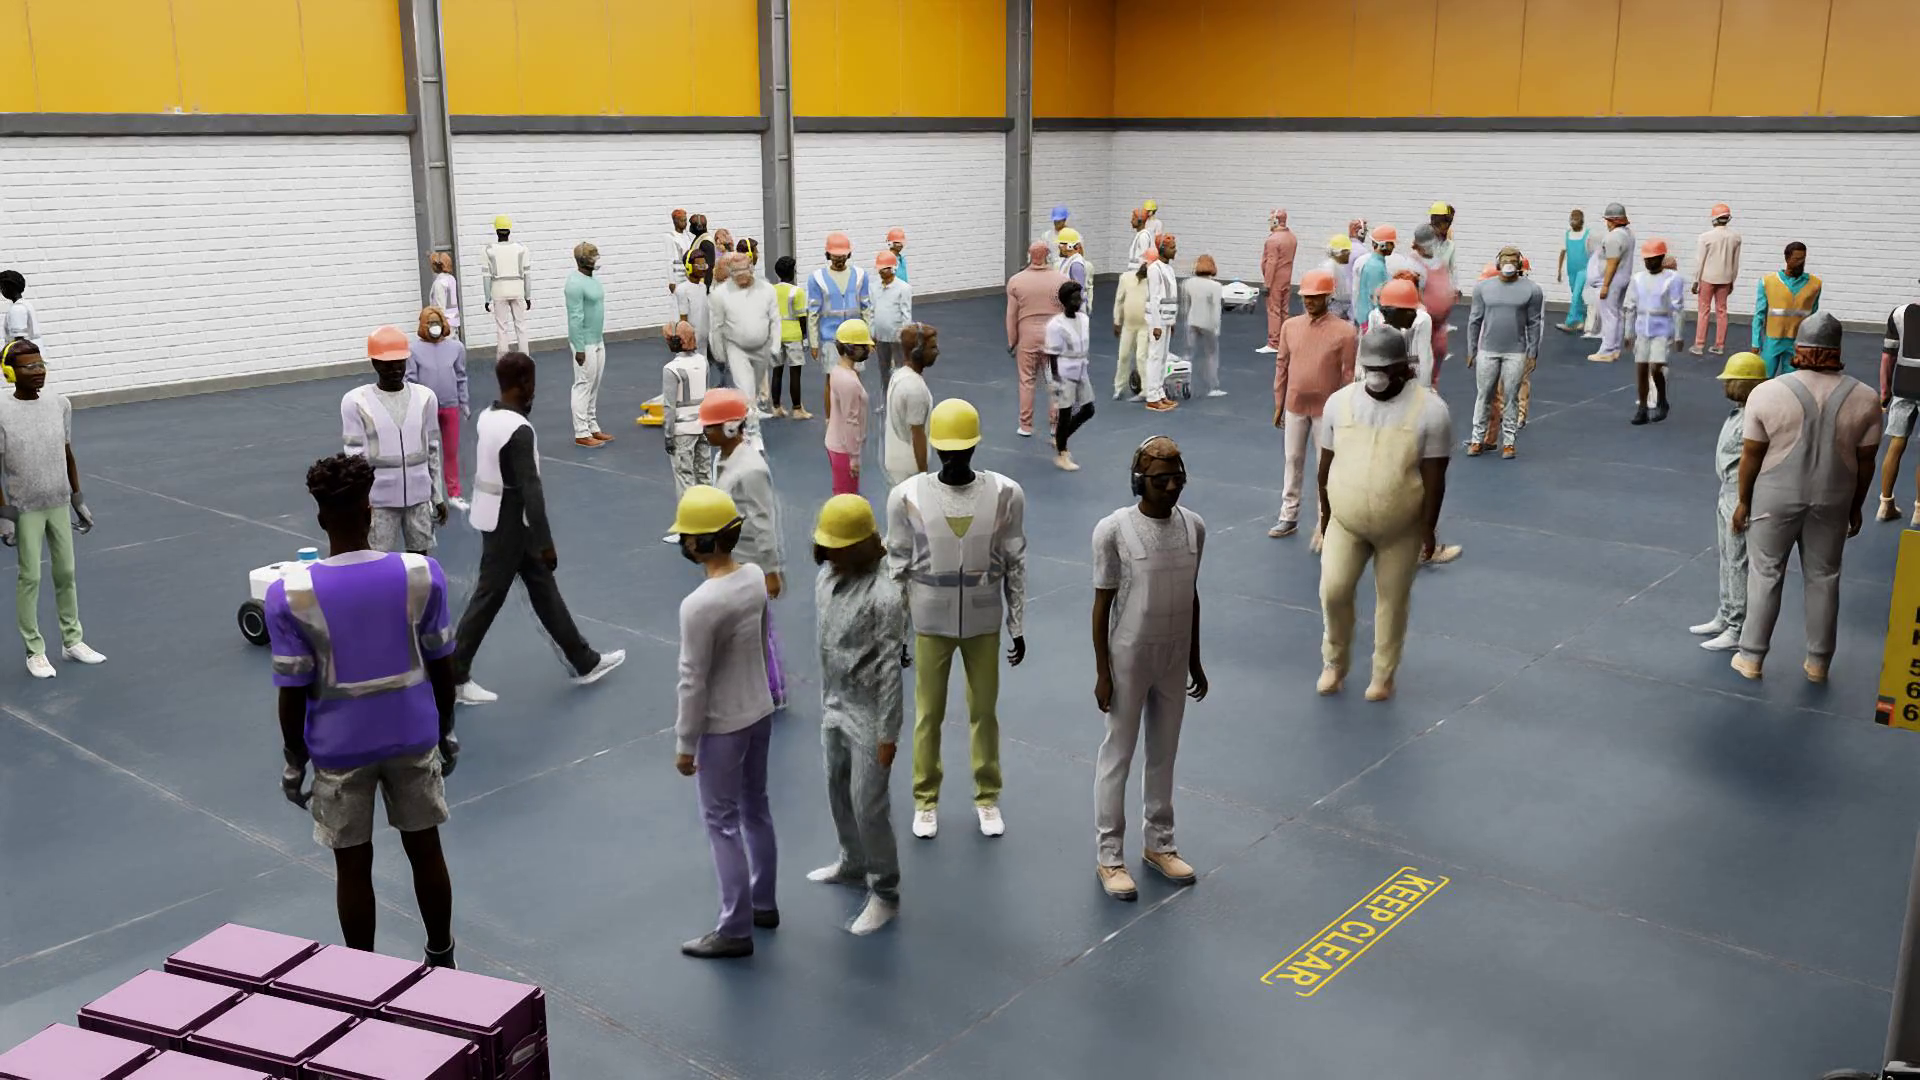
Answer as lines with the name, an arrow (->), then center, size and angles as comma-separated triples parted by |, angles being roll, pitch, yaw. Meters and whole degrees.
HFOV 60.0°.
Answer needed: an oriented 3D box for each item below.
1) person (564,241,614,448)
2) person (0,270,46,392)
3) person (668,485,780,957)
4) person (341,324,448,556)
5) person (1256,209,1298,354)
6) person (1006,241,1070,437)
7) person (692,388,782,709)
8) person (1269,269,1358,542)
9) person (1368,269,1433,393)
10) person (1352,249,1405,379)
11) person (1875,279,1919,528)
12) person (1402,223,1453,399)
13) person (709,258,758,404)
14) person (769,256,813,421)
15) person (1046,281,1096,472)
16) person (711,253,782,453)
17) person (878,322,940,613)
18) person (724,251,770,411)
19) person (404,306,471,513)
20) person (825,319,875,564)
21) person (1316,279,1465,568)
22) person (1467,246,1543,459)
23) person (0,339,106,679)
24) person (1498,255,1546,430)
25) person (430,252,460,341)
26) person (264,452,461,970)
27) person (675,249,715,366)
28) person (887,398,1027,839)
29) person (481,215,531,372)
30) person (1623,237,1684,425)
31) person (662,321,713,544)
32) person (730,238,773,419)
person -> -3.526, -1.849, 15.768 | 0.352, 1.938, 0.635 | 2, 14, 7
person -> -8.797, -1.695, 15.670 | 0.319, 1.686, 0.539 | -5, 15, -20
person -> -0.876, 0.662, 6.113 | 0.346, 1.759, 0.525 | 6, 15, 23
person -> -3.154, -0.244, 9.354 | 0.542, 1.939, 0.368 | -11, 18, -36
person -> 4.224, -3.454, 22.253 | 0.407, 1.906, 0.641 | 10, 17, 36
person -> 0.772, -1.958, 16.271 | 0.643, 1.910, 0.400 | 0, 14, 2
person -> -1.166, 0.089, 8.436 | 0.575, 1.728, 0.598 | -6, 15, -24
person -> 2.580, -0.980, 12.184 | 0.613, 1.994, 0.381 | 9, 17, 32
person -> 3.542, -1.235, 13.433 | 0.342, 1.878, 0.586 | -13, 19, -43
person -> 4.676, -2.508, 18.476 | 0.640, 1.905, 0.409 | 7, 16, 27
person -> 7.330, -1.120, 12.645 | 0.383, 2.041, 0.616 | -10, 17, -34
person -> 5.047, -2.459, 17.998 | 0.774, 2.000, 0.549 | -12, 18, -39
person -> -2.509, -2.274, 18.183 | 0.854, 1.584, 0.526 | 11, 18, 38
person -> -1.783, -2.078, 17.172 | 0.533, 1.699, 0.319 | 8, 16, 31
person -> 0.968, -1.438, 14.641 | 0.375, 1.680, 0.545 | 13, 19, 42
person -> -2.017, -1.791, 15.741 | 0.626, 1.852, 1.014 | -6, 15, -22
person -> -0.317, -0.430, 10.324 | 0.444, 1.835, 0.522 | -2, 14, -9
person -> -2.272, -2.254, 17.760 | 0.530, 1.759, 0.339 | 3, 14, 10
person -> -4.109, -1.029, 13.109 | 0.501, 1.633, 0.284 | -10, 17, -34
person -> -0.730, -0.603, 11.163 | 0.344, 1.756, 0.518 | -3, 14, -12
person -> 2.986, -0.801, 11.494 | 1.033, 1.986, 0.614 | 4, 15, 17
person -> 4.962, -1.714, 15.227 | 0.636, 1.939, 0.355 | 6, 15, 22
person -> -5.089, -0.180, 9.228 | 0.324, 1.876, 0.526 | 8, 16, 29
person -> 5.542, -1.981, 16.672 | 0.342, 1.749, 0.572 | -13, 19, -41
person -> -5.690, -2.362, 18.424 | 0.307, 1.641, 0.514 | -1, 14, -2
person -> -2.000, 0.674, 5.645 | 0.600, 1.958, 0.377 | -9, 17, -32
person -> -2.491, -1.824, 15.809 | 0.328, 1.872, 0.512 | 4, 15, 16
person -> -0.011, 0.345, 7.053 | 0.589, 1.919, 0.394 | -2, 14, -6
person -> -5.560, -3.008, 20.425 | 0.588, 1.927, 0.370 | -7, 16, -26
person -> 6.989, -2.092, 16.798 | 0.460, 1.913, 0.612 | -11, 18, -38
person -> -1.986, -0.782, 12.134 | 0.313, 1.634, 0.514 | 7, 16, 25
person -> -2.193, -2.189, 17.268 | 0.314, 1.869, 0.535 | -10, 17, -33
